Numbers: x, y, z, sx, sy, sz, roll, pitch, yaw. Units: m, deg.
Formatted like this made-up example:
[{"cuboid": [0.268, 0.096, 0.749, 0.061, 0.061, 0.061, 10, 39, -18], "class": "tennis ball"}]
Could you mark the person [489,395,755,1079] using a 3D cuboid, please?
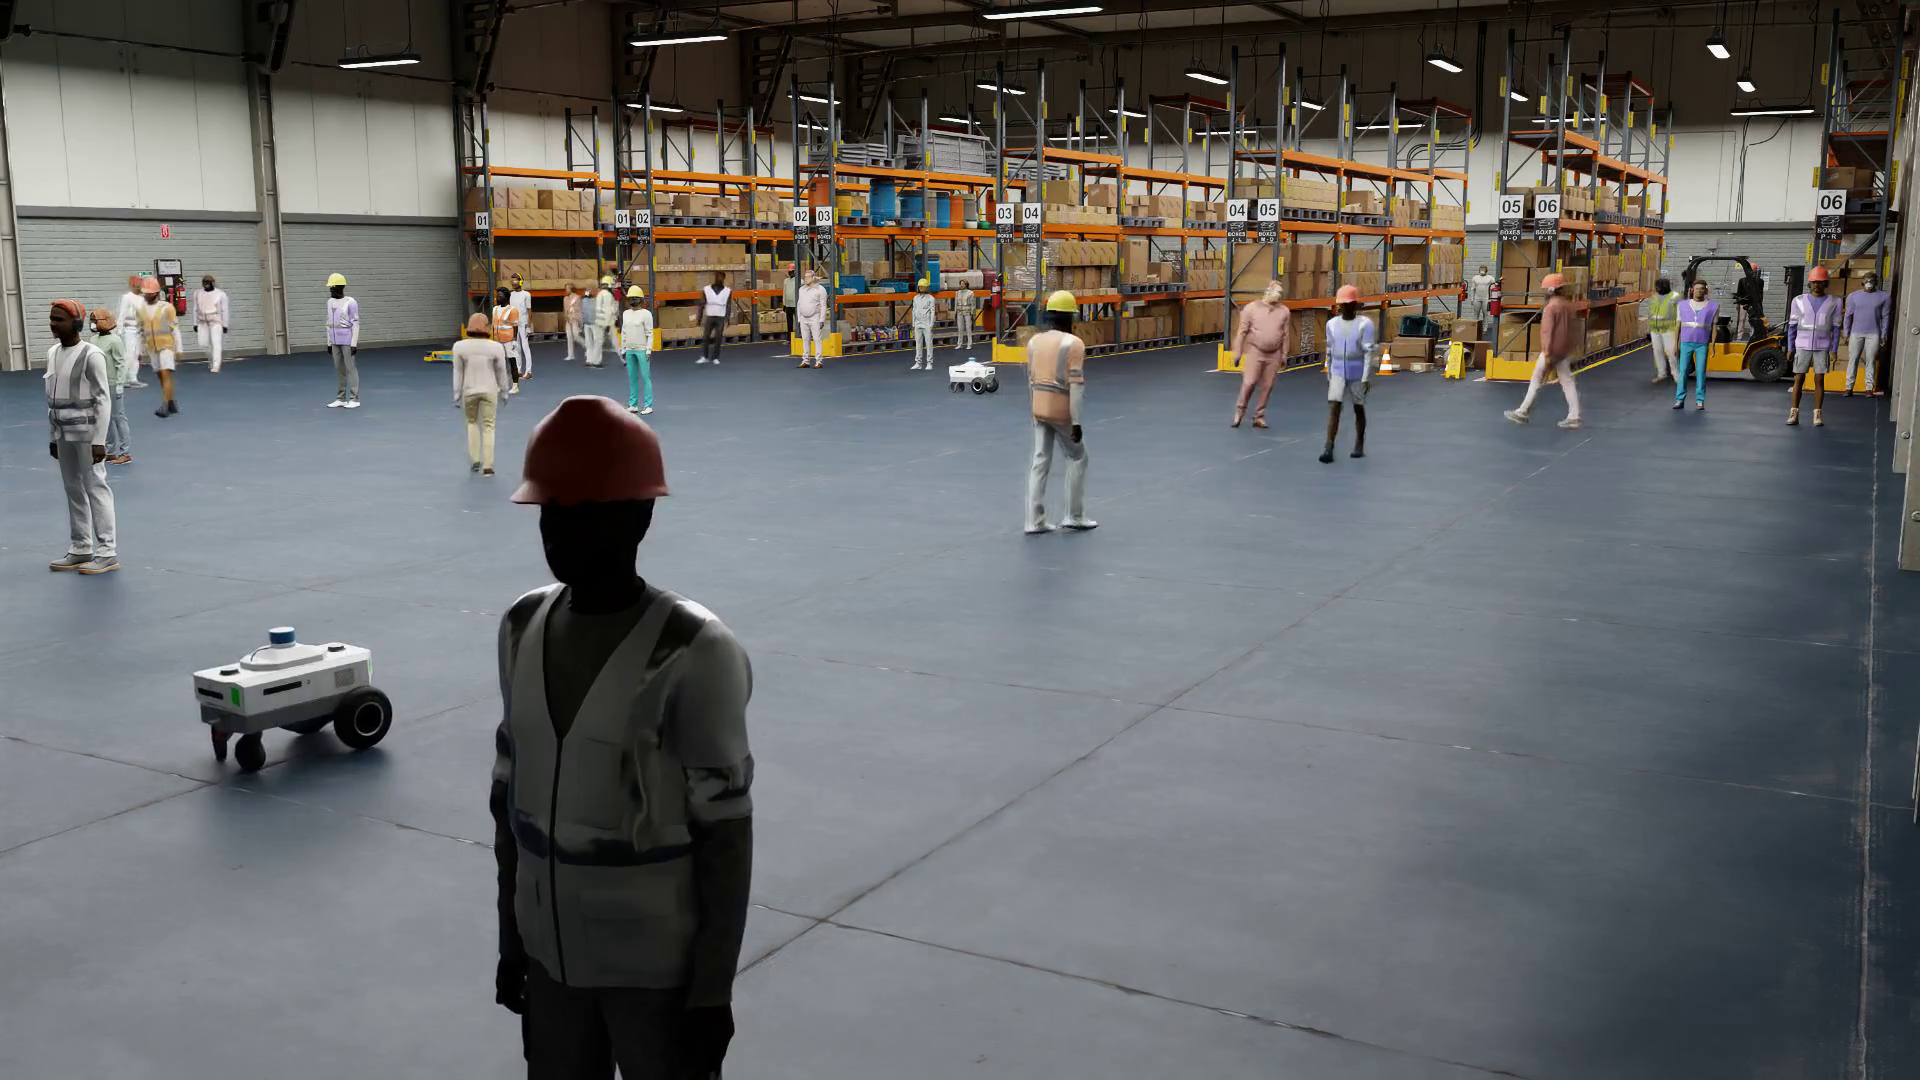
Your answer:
[{"cuboid": [-0.625, 0.713, 2.955, 0.549, 1.941, 0.354, 5, 11, 28], "class": "person"}]

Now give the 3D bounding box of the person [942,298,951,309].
[{"cuboid": [-0.461, -8.471, 57.093, 0.605, 1.823, 0.409, 5, 11, 27], "class": "person"}]

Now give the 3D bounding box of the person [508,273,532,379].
[{"cuboid": [-7.813, -3.781, 29.479, 0.526, 1.871, 0.324, 5, 11, 28], "class": "person"}]

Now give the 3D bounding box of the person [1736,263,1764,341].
[{"cuboid": [19.767, -5.925, 41.653, 0.618, 1.997, 0.373, 5, 11, 28], "class": "person"}]

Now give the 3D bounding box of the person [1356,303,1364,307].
[{"cuboid": [10.530, -6.234, 44.342, 0.538, 1.696, 0.317, 5, 11, 28], "class": "person"}]

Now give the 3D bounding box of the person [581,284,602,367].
[{"cuboid": [-7.249, -4.215, 32.708, 0.504, 1.633, 0.279, 5, 11, 28], "class": "person"}]

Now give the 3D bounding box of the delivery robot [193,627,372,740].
[{"cuboid": [-2.942, 0.625, 7.251, 0.477, 0.478, 0.707, 7, 12, 34], "class": "delivery robot"}]

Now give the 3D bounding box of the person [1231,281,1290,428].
[{"cuboid": [3.828, -2.335, 21.030, 0.746, 1.873, 0.443, -2, 10, -12], "class": "person"}]

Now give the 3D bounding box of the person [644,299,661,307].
[{"cuboid": [-8.080, -6.152, 43.653, 0.530, 1.772, 0.303, 5, 11, 28], "class": "person"}]

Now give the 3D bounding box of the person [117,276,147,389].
[{"cuboid": [-13.690, -3.436, 27.516, 0.442, 1.847, 0.643, 0, 10, 2], "class": "person"}]

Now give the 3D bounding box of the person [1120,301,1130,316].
[{"cuboid": [5.000, -7.419, 50.926, 0.645, 1.815, 0.529, 2, 10, 14], "class": "person"}]

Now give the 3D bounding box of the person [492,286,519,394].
[{"cuboid": [-7.179, -3.143, 26.237, 0.538, 1.700, 0.317, 5, 11, 28], "class": "person"}]

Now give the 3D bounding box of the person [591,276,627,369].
[{"cuboid": [-6.731, -4.174, 32.036, 0.936, 1.777, 0.613, -6, 11, -32], "class": "person"}]

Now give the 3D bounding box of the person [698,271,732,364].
[{"cuboid": [-4.957, -4.497, 33.677, 0.707, 1.875, 0.408, -2, 10, -12], "class": "person"}]

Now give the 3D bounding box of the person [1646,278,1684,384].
[{"cuboid": [12.114, -3.584, 28.560, 0.450, 1.808, 0.724, -6, 12, -33], "class": "person"}]

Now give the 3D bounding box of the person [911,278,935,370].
[{"cuboid": [-0.713, -4.147, 31.982, 0.490, 1.746, 0.286, 5, 11, 28], "class": "person"}]

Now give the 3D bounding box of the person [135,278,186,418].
[{"cuboid": [-10.870, -2.599, 22.522, 0.645, 1.867, 0.965, 1, 10, 4], "class": "person"}]

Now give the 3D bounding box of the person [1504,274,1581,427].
[{"cuboid": [7.548, -2.414, 21.265, 0.630, 1.941, 1.017, -8, 13, -39], "class": "person"}]

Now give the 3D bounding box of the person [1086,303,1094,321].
[{"cuboid": [4.168, -7.774, 52.652, 0.633, 1.939, 0.368, 5, 11, 28], "class": "person"}]

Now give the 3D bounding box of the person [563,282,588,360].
[{"cuboid": [-8.087, -4.592, 34.941, 0.515, 1.631, 0.485, 8, 12, 38], "class": "person"}]

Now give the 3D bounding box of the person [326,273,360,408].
[{"cuboid": [-8.874, -2.853, 23.872, 0.591, 1.927, 0.366, 5, 11, 28], "class": "person"}]

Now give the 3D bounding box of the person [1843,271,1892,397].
[{"cuboid": [13.984, -3.168, 25.689, 0.633, 1.939, 0.368, 5, 11, 28], "class": "person"}]

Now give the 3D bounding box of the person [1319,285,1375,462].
[{"cuboid": [4.159, -1.774, 17.741, 0.551, 1.882, 0.975, 5, 11, 29], "class": "person"}]

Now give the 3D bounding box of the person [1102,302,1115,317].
[{"cuboid": [4.648, -7.675, 51.776, 0.691, 2.000, 0.567, 5, 11, 26], "class": "person"}]

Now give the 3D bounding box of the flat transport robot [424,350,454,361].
[{"cuboid": [-10.227, -3.769, 34.079, 1.431, 0.197, 0.652, 5, 11, 28], "class": "flat transport robot"}]

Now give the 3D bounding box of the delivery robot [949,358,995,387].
[{"cuboid": [0.188, -2.654, 26.447, 0.707, 0.478, 0.477, 5, 11, 28], "class": "delivery robot"}]

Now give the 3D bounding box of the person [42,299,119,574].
[{"cuboid": [-6.073, -0.708, 11.442, 0.580, 1.884, 0.352, 5, 11, 28], "class": "person"}]

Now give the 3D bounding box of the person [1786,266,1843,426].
[{"cuboid": [10.947, -2.478, 21.344, 0.611, 2.043, 0.374, 5, 11, 28], "class": "person"}]

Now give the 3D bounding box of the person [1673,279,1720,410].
[{"cuboid": [10.467, -2.781, 23.679, 0.568, 1.849, 0.386, 5, 11, 28], "class": "person"}]

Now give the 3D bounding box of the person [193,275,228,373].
[{"cuboid": [-14.029, -4.047, 31.149, 0.652, 1.829, 0.446, 0, 10, -1], "class": "person"}]

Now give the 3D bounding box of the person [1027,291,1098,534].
[{"cuboid": [0.821, -0.999, 13.091, 0.748, 1.899, 0.635, -9, 13, -44], "class": "person"}]

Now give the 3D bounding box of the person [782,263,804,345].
[{"cuboid": [-4.080, -5.748, 40.624, 0.618, 1.994, 0.380, 5, 11, 28], "class": "person"}]

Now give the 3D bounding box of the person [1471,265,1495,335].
[{"cuboid": [14.474, -6.659, 46.125, 0.633, 1.939, 0.368, 5, 11, 28], "class": "person"}]

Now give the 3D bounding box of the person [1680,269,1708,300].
[{"cuboid": [14.278, -4.304, 32.401, 0.435, 1.930, 0.642, -6, 12, -33], "class": "person"}]

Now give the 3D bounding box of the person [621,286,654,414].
[{"cuboid": [-4.464, -2.619, 22.965, 0.530, 1.772, 0.303, 5, 11, 28], "class": "person"}]

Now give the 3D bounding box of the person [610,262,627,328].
[{"cuboid": [-8.527, -5.904, 41.435, 0.649, 2.029, 0.429, 6, 11, 32], "class": "person"}]

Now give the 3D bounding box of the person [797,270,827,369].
[{"cuboid": [-2.903, -4.279, 32.285, 0.647, 1.908, 0.409, 5, 11, 28], "class": "person"}]

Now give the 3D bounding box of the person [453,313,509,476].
[{"cuboid": [-4.761, -1.451, 16.578, 0.520, 1.613, 0.565, -2, 10, -9], "class": "person"}]

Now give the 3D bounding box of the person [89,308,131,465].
[{"cuboid": [-8.940, -1.607, 17.438, 0.504, 1.633, 0.279, 5, 11, 28], "class": "person"}]

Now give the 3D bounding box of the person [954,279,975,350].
[{"cuboid": [0.101, -5.263, 38.823, 0.519, 1.640, 0.307, 5, 11, 28], "class": "person"}]
